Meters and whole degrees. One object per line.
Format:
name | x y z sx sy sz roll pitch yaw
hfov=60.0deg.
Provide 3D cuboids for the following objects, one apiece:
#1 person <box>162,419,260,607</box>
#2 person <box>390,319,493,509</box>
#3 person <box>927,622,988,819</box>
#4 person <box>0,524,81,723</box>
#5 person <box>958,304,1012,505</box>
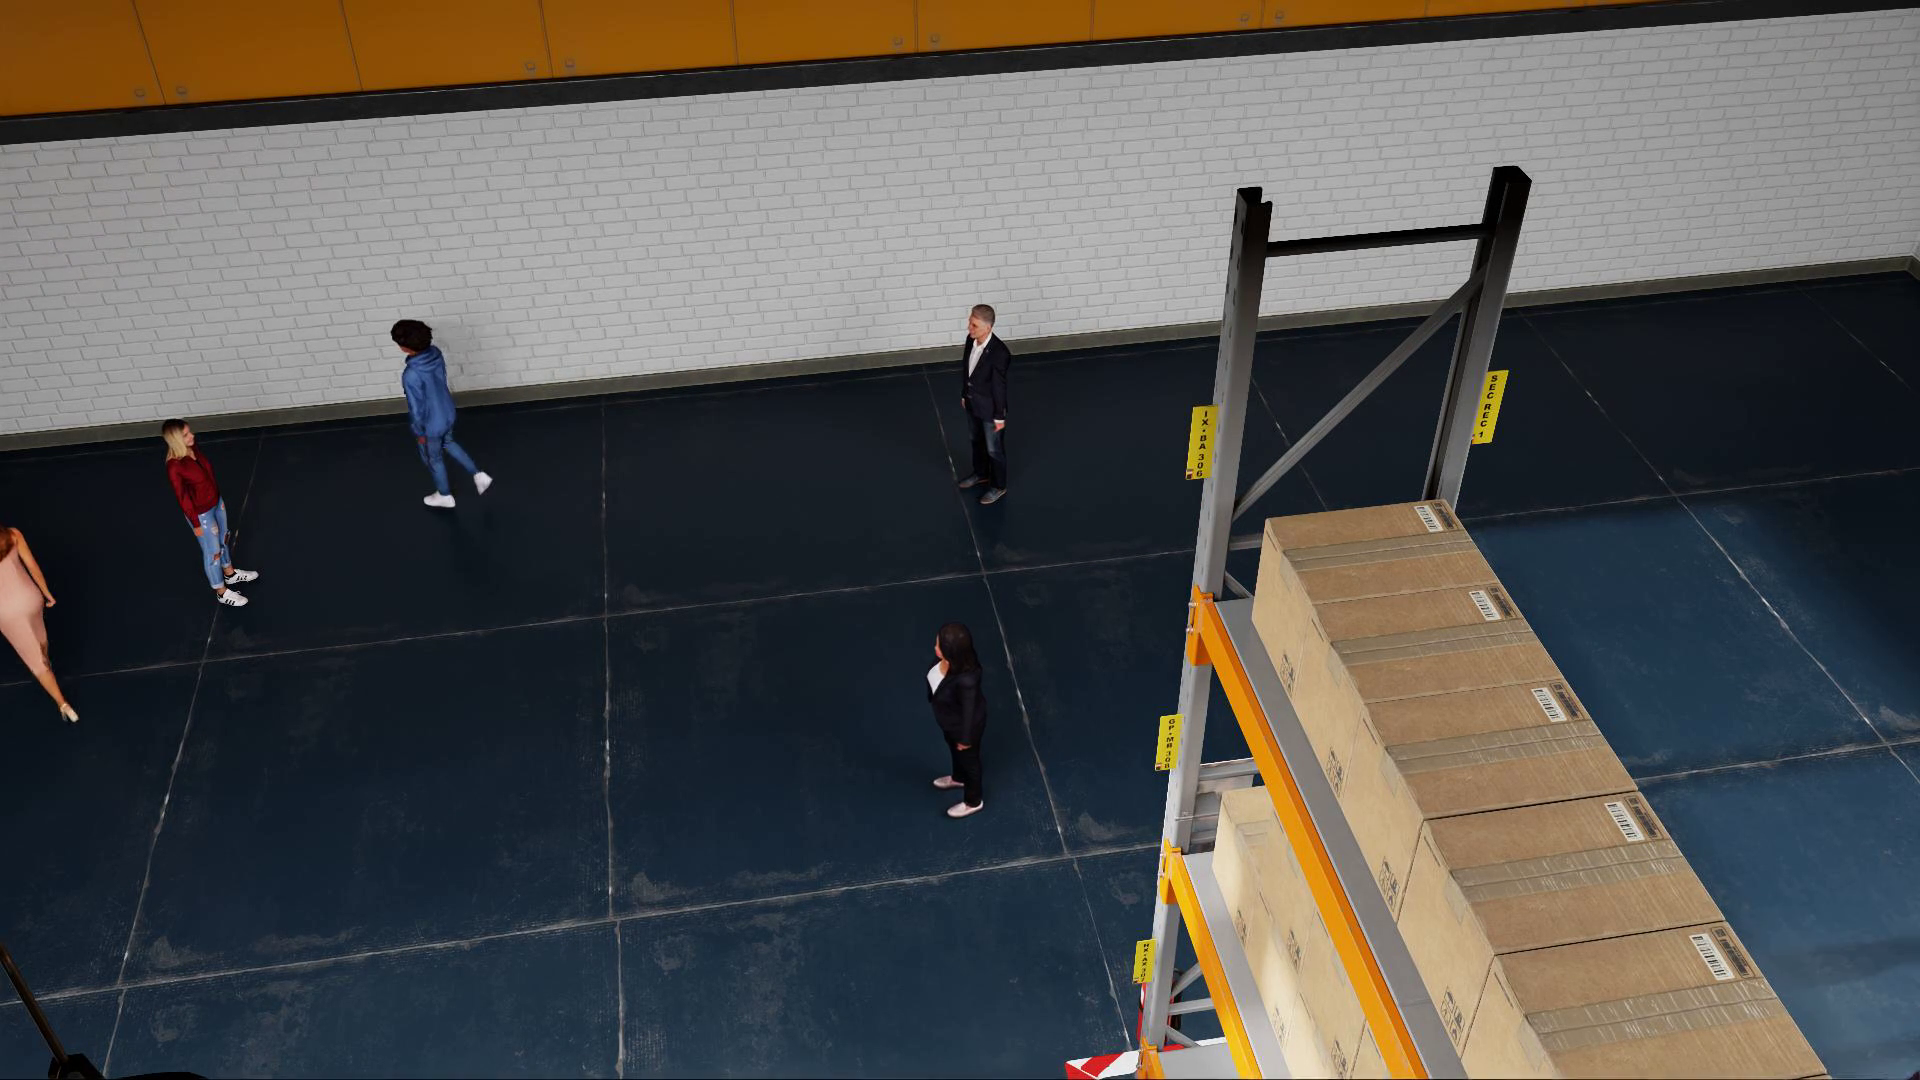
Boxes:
person | -5.767 -0.240 12.691 0.685 1.636 0.508 -2 39 -2
person | -4.213 -1.003 13.519 0.944 1.793 0.924 11 40 13
person | 0.003 1.154 10.962 0.742 1.614 0.624 -14 41 -17
person | -6.553 0.520 11.617 1.028 1.787 1.213 -31 48 -33
person | 0.212 -1.148 13.685 0.834 1.812 0.703 -26 45 -29
